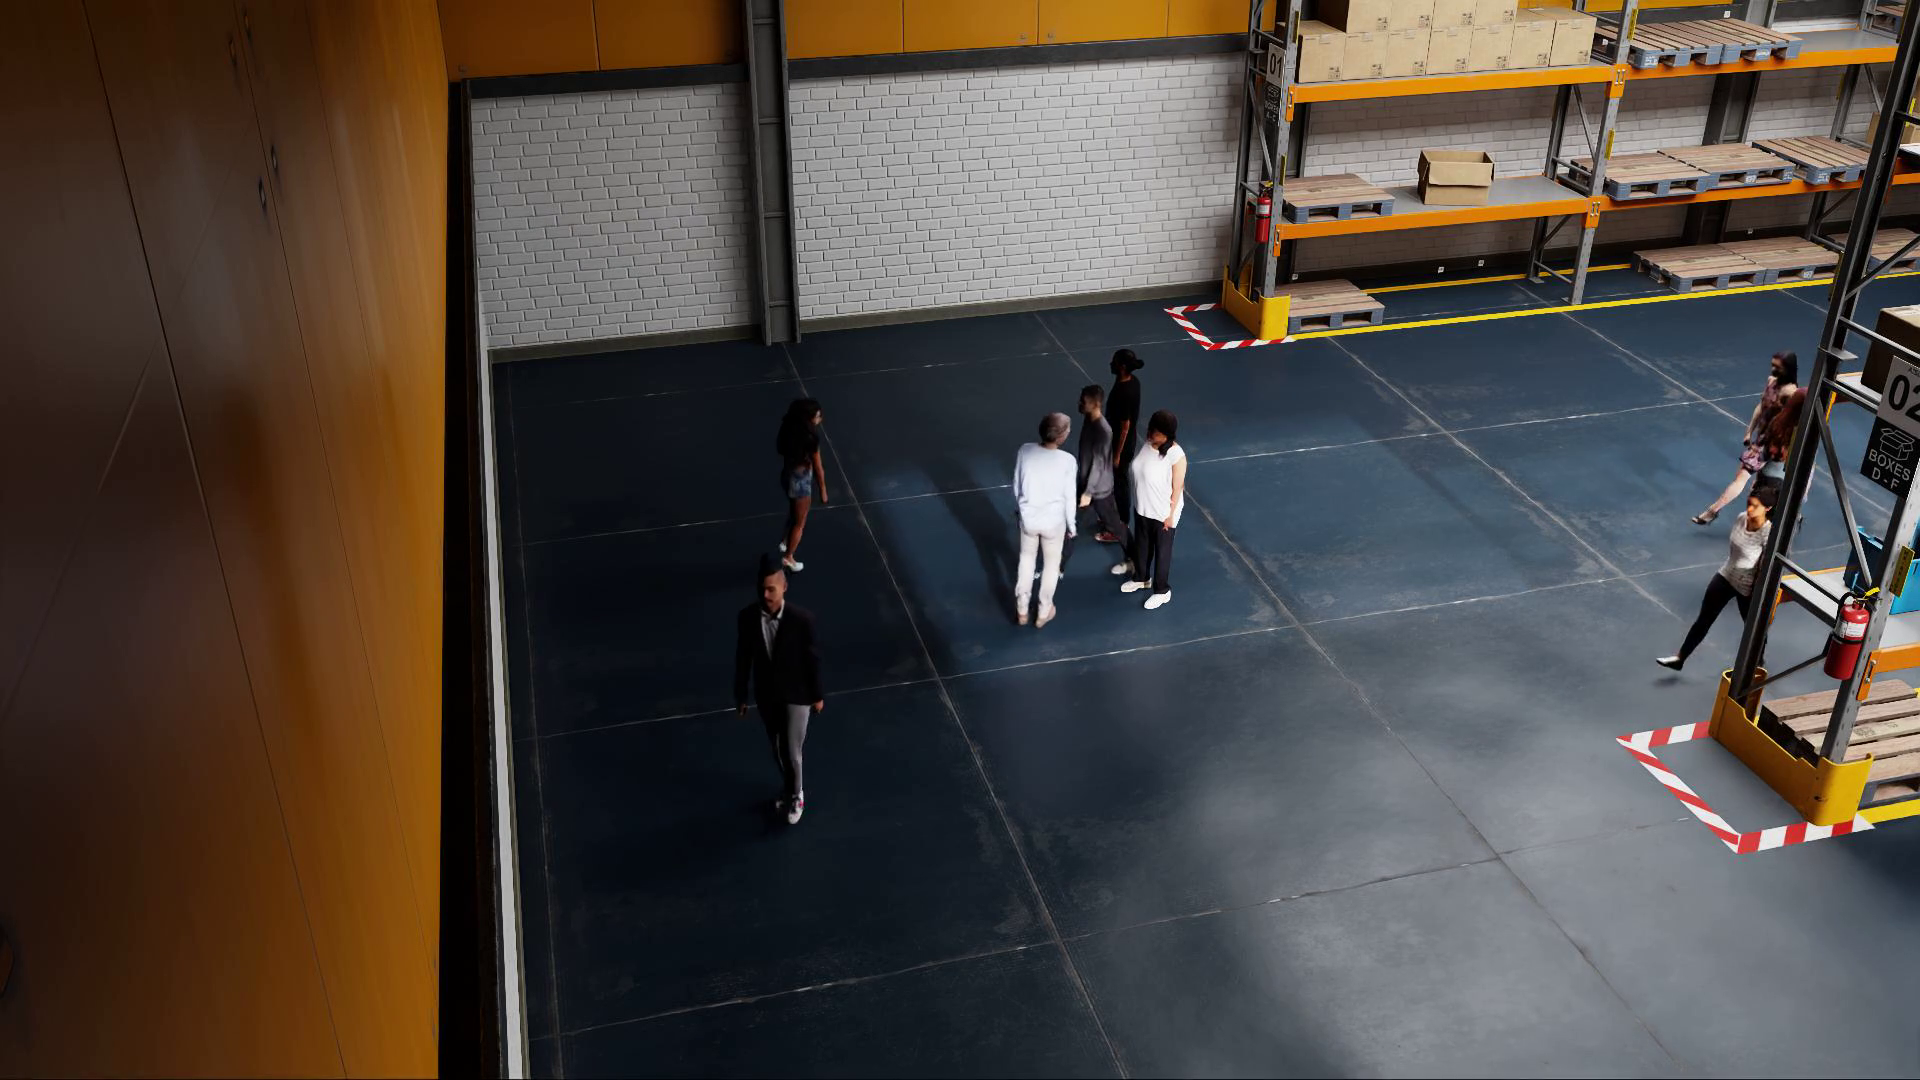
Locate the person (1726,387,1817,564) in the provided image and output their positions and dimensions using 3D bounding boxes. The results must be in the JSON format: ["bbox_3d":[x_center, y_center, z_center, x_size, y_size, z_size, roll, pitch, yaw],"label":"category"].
[{"bbox_3d":[6.629,-0.395,13.545,1.132,1.717,0.847,-19,34,-30],"label":"person"}]

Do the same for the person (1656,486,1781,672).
[{"bbox_3d":[5.883,0.337,12.337,1.087,1.588,0.596,-8,30,-14],"label":"person"}]

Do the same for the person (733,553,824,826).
[{"bbox_3d":[-1.136,0.919,10.908,0.815,1.936,0.919,7,29,13],"label":"person"}]

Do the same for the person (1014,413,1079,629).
[{"bbox_3d":[0.622,-0.102,12.860,0.841,1.859,0.916,8,30,15],"label":"person"}]

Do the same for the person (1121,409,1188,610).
[{"bbox_3d":[1.566,-0.277,13.359,0.685,1.688,0.711,-15,32,-25],"label":"person"}]

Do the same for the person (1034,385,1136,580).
[{"bbox_3d":[1.190,-0.428,13.613,1.210,1.710,0.718,-11,30,-19],"label":"person"}]

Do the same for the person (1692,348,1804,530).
[{"bbox_3d":[7.062,-0.806,14.306,1.214,1.709,0.823,0,29,0],"label":"person"}]

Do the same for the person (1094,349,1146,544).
[{"bbox_3d":[1.381,-0.824,14.288,0.714,1.758,0.714,4,29,8],"label":"person"}]

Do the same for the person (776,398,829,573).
[{"bbox_3d":[-1.377,-0.425,13.737,0.693,1.586,0.725,26,38,38],"label":"person"}]
